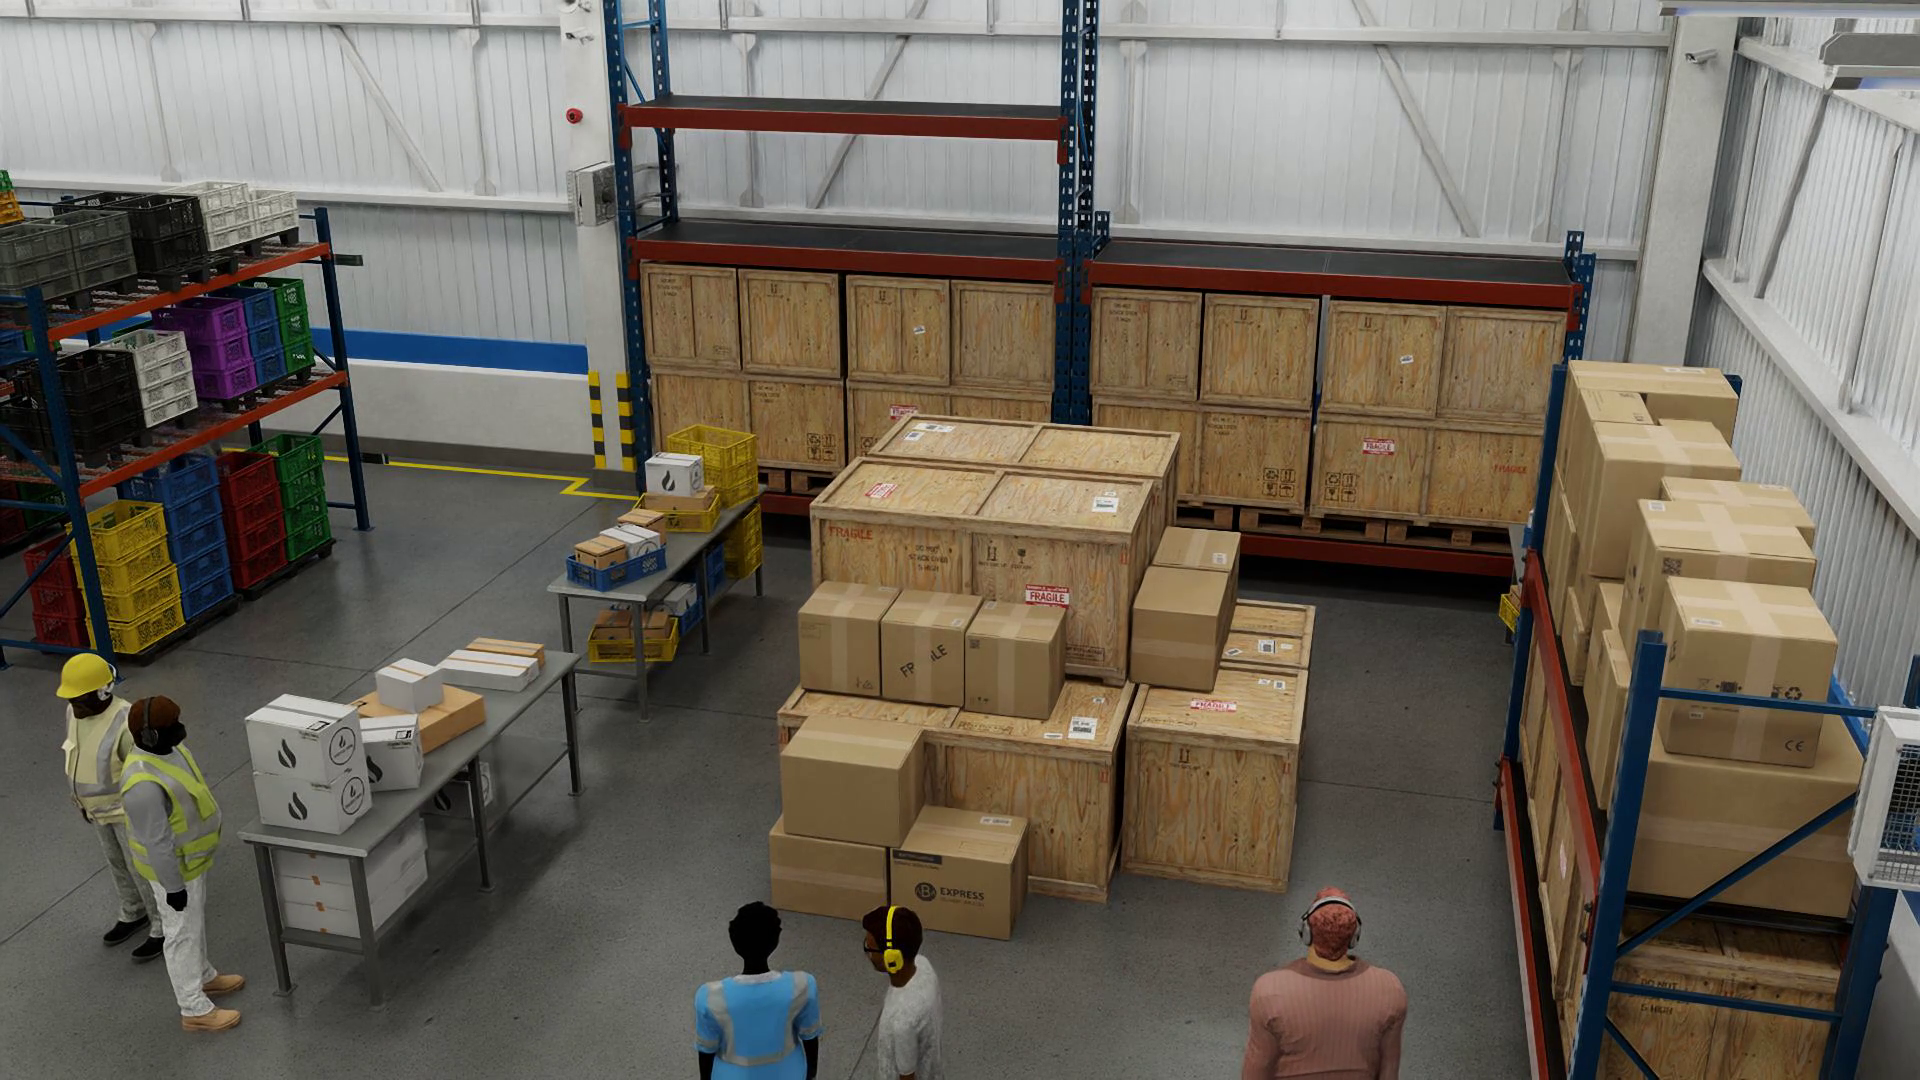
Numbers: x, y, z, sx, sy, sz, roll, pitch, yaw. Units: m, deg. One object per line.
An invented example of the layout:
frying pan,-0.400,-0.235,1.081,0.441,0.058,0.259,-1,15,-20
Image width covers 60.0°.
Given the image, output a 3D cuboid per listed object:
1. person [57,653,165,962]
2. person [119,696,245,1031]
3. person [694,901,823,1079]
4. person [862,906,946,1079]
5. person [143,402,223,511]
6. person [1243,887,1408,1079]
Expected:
person,-4.609,1.441,9.086,0.599,1.824,0.403,13,25,31
person,-3.995,1.639,8.536,0.429,1.844,0.625,-6,22,-16
person,-0.841,2.298,7.022,0.543,1.686,0.319,-6,22,-15
person,-0.226,2.312,6.764,0.338,1.856,0.524,1,21,4
person,-7.063,-0.841,14.957,0.829,1.902,0.561,0,21,-1
person,1.451,2.270,6.796,0.638,1.909,0.408,-1,21,-4
